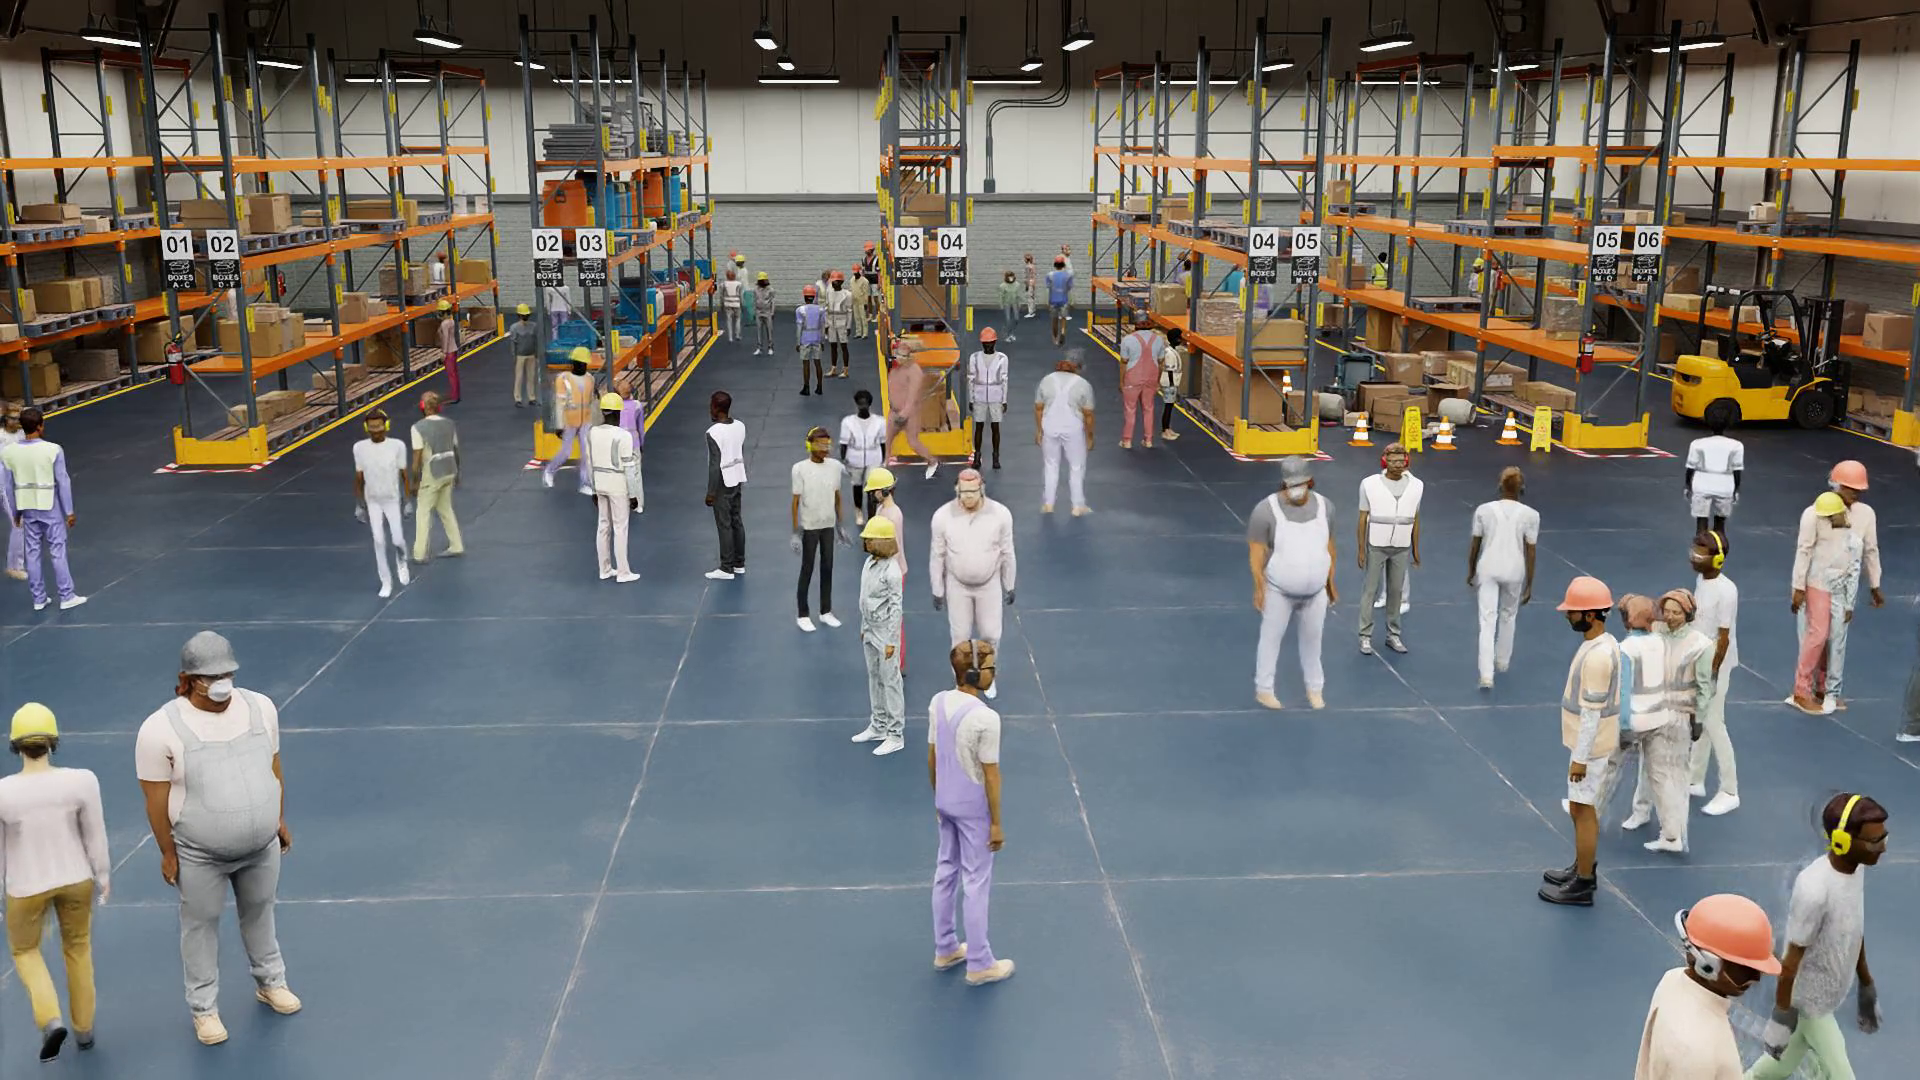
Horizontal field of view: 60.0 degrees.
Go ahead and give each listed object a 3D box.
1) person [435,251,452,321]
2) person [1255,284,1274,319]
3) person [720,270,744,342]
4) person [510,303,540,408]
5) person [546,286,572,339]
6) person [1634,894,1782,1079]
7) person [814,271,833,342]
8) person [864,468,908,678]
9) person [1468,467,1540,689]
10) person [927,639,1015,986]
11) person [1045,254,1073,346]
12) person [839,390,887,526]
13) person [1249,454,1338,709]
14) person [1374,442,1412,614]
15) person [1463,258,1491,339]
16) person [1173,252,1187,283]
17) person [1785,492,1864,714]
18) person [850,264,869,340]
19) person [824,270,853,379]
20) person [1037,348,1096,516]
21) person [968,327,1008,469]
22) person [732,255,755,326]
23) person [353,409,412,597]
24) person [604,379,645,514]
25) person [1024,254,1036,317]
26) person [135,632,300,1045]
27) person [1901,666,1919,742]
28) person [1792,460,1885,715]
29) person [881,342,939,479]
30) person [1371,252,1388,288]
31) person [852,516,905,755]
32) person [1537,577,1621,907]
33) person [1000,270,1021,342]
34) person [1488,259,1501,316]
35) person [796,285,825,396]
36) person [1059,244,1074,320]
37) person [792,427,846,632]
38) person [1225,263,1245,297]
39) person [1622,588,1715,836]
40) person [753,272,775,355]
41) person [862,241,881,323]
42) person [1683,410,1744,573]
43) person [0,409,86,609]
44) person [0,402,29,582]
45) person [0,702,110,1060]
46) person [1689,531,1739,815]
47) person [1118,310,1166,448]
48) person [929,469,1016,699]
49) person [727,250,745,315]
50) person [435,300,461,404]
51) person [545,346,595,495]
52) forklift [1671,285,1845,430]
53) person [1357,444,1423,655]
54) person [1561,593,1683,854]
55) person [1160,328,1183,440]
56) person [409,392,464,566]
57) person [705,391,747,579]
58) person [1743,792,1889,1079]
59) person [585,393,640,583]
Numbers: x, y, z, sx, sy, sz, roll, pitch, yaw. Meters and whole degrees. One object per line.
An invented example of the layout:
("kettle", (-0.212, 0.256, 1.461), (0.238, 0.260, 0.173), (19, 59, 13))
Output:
("person", (-12.552, -6.107, 40.555), (0.444, 1.852, 0.653), (-11, 17, -40))
("person", (6.589, -5.079, 36.280), (0.604, 1.812, 0.640), (-9, 16, -33))
("person", (-5.156, -5.307, 37.674), (0.537, 1.604, 0.795), (-1, 13, -3))
("person", (-7.331, -3.115, 28.086), (0.375, 1.759, 0.530), (13, 18, 43))
("person", (-8.548, -4.867, 35.473), (0.524, 1.770, 0.315), (-1, 13, -3))
("person", (2.411, 2.098, 5.498), (0.391, 1.986, 0.609), (4, 14, 18))
("person", (-3.045, -5.307, 37.725), (0.525, 1.582, 0.886), (-3, 14, -11))
("person", (-0.613, 0.269, 13.746), (0.342, 1.756, 0.533), (-4, 14, -16))
("person", (4.407, 0.297, 13.532), (0.524, 1.802, 0.957), (4, 14, 18))
("person", (0.039, 1.413, 8.708), (0.347, 1.842, 0.505), (-11, 17, -40))
("person", (2.179, -5.265, 36.609), (0.615, 2.022, 0.670), (0, 13, 1))
("person", (-1.100, -0.911, 18.951), (0.540, 1.664, 0.837), (-1, 13, -4))
("person", (2.608, 0.315, 12.933), (0.696, 2.000, 0.536), (-2, 13, -9))
("person", (4.079, -0.123, 15.680), (0.295, 1.623, 0.549), (-4, 14, -18))
("person", (11.894, -5.557, 38.249), (0.403, 1.835, 0.586), (-6, 15, -25))
("person", (5.844, -6.786, 43.885), (0.507, 1.632, 0.268), (12, 18, 41))
("person", (6.698, 0.473, 12.933), (0.321, 1.729, 0.487), (-11, 17, -39))
("person", (-2.317, -5.432, 37.943), (0.557, 1.735, 0.380), (13, 18, 43))
("person", (-2.324, -4.089, 31.582), (0.605, 2.045, 0.378), (8, 15, 29))
("person", (1.283, -1.312, 19.824), (0.737, 2.000, 0.535), (5, 14, 20))
("person", (0.384, -1.932, 22.670), (0.543, 1.939, 0.361), (1, 13, 5))
("person", (-5.369, -6.103, 40.748), (0.700, 1.744, 0.528), (-7, 15, -28))
("person", (-5.644, -0.372, 16.253), (0.527, 1.852, 0.443), (-2, 13, -10))
("person", (-3.984, -1.097, 19.774), (0.523, 1.640, 0.306), (-9, 16, -34))
("person", (1.798, -6.571, 42.994), (0.318, 1.631, 0.514), (3, 14, 13))
("person", (-3.596, 1.437, 8.178), (0.536, 2.000, 0.692), (11, 17, 40))
("person", (7.394, 0.593, 12.101), (0.891, 1.883, 0.603), (-1, 13, -2))
("person", (6.785, 0.358, 12.876), (0.640, 1.985, 0.458), (-3, 14, -13))
("person", (-0.734, -1.682, 21.802), (0.897, 1.852, 0.632), (-12, 18, -41))
("person", (10.795, -6.518, 42.616), (0.532, 1.697, 0.319), (9, 16, 35))
("person", (-0.584, 0.677, 12.033), (0.290, 1.746, 0.486), (-8, 15, -30))
("person", (3.599, 1.156, 9.634), (0.391, 1.923, 0.549), (5, 14, 20))
("person", (1.143, -5.256, 37.428), (0.534, 1.616, 0.369), (-5, 14, -20))
("person", (13.150, -6.097, 40.967), (0.266, 1.631, 0.507), (8, 16, 31))
("person", (-2.655, -3.529, 29.438), (0.551, 1.936, 0.356), (-7, 15, -27))
("person", (2.689, -6.558, 42.339), (0.409, 1.908, 0.647), (3, 14, 12))
("person", (-1.282, -0.110, 15.105), (0.531, 1.868, 0.315), (-9, 16, -33))
("person", (6.521, -5.768, 39.358), (0.586, 1.728, 0.456), (6, 15, 25))
("person", (4.477, 1.094, 10.514), (0.312, 1.634, 0.514), (-10, 17, -36))
("person", (-4.159, -4.801, 35.245), (0.487, 1.744, 0.296), (2, 14, 10))
("person", (-2.234, -6.447, 41.617), (0.612, 2.029, 0.410), (10, 16, 35))
("person", (7.805, -0.530, 17.277), (0.546, 1.665, 0.767), (5, 14, 21))
("person", (-8.697, -0.286, 15.738), (0.587, 1.920, 0.394), (0, 13, -1))
("person", (-9.487, -0.479, 16.766), (0.626, 1.816, 0.537), (5, 14, 20))
("person", (-4.330, 1.642, 7.928), (0.541, 1.751, 0.481), (-10, 17, -36))
("person", (4.985, 0.846, 11.070), (0.396, 1.865, 0.690), (2, 13, 8))
("person", (2.618, -2.359, 24.262), (0.690, 2.000, 0.535), (-4, 14, -17))
("person", (0.098, 0.362, 13.062), (0.677, 1.889, 0.443), (0, 13, -1))
("person", (-5.871, -6.728, 43.467), (0.528, 1.709, 0.582), (10, 16, 36))
("person", (-8.767, -3.211, 28.459), (0.314, 1.769, 0.524), (0, 13, -2))
("person", (-4.917, -1.515, 21.023), (0.749, 1.894, 0.618), (12, 18, 41))
("forklift", (12.503, -2.886, 26.166), (2.313, 2.155, 1.214), (-1, 13, -3))
("person", (3.703, 0.069, 14.389), (0.563, 1.847, 0.389), (-2, 13, -7))
("person", (4.216, 1.132, 10.421), (0.536, 1.585, 0.871), (-8, 15, -30))
("person", (3.161, -2.336, 24.924), (0.321, 1.686, 0.539), (2, 13, 9))
("person", (-5.537, -0.659, 17.576), (0.464, 1.807, 0.675), (6, 15, 26))
("person", (-2.378, -0.559, 16.900), (0.392, 1.919, 0.591), (5, 14, 22))
("person", (3.545, 1.884, 6.765), (0.971, 1.816, 0.545), (12, 18, 41))
("person", (-3.488, -0.524, 16.756), (0.586, 1.918, 0.396), (8, 15, 30))
